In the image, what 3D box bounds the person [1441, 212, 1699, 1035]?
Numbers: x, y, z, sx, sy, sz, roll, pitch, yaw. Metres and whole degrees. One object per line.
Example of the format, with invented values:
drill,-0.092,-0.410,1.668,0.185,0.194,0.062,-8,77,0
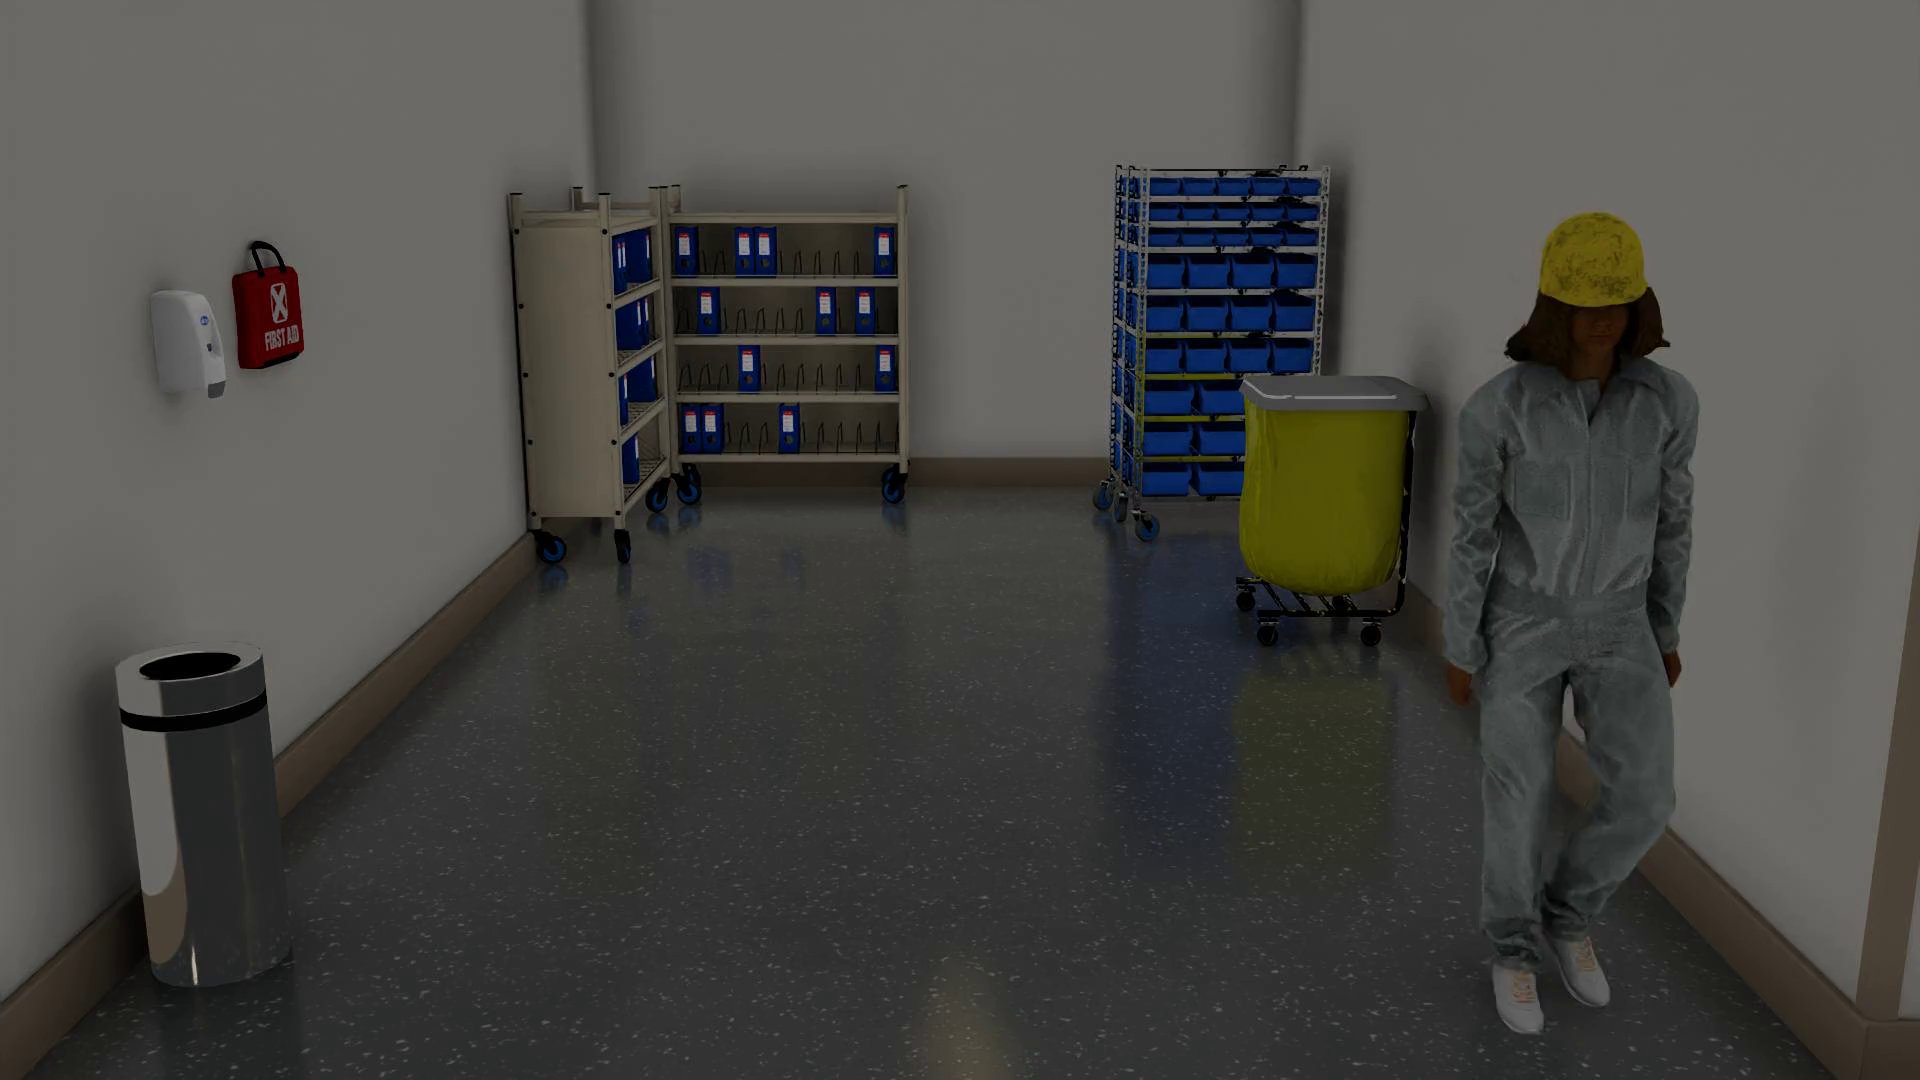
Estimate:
person,1.240,0.201,3.398,0.505,1.721,0.393,0,13,0
